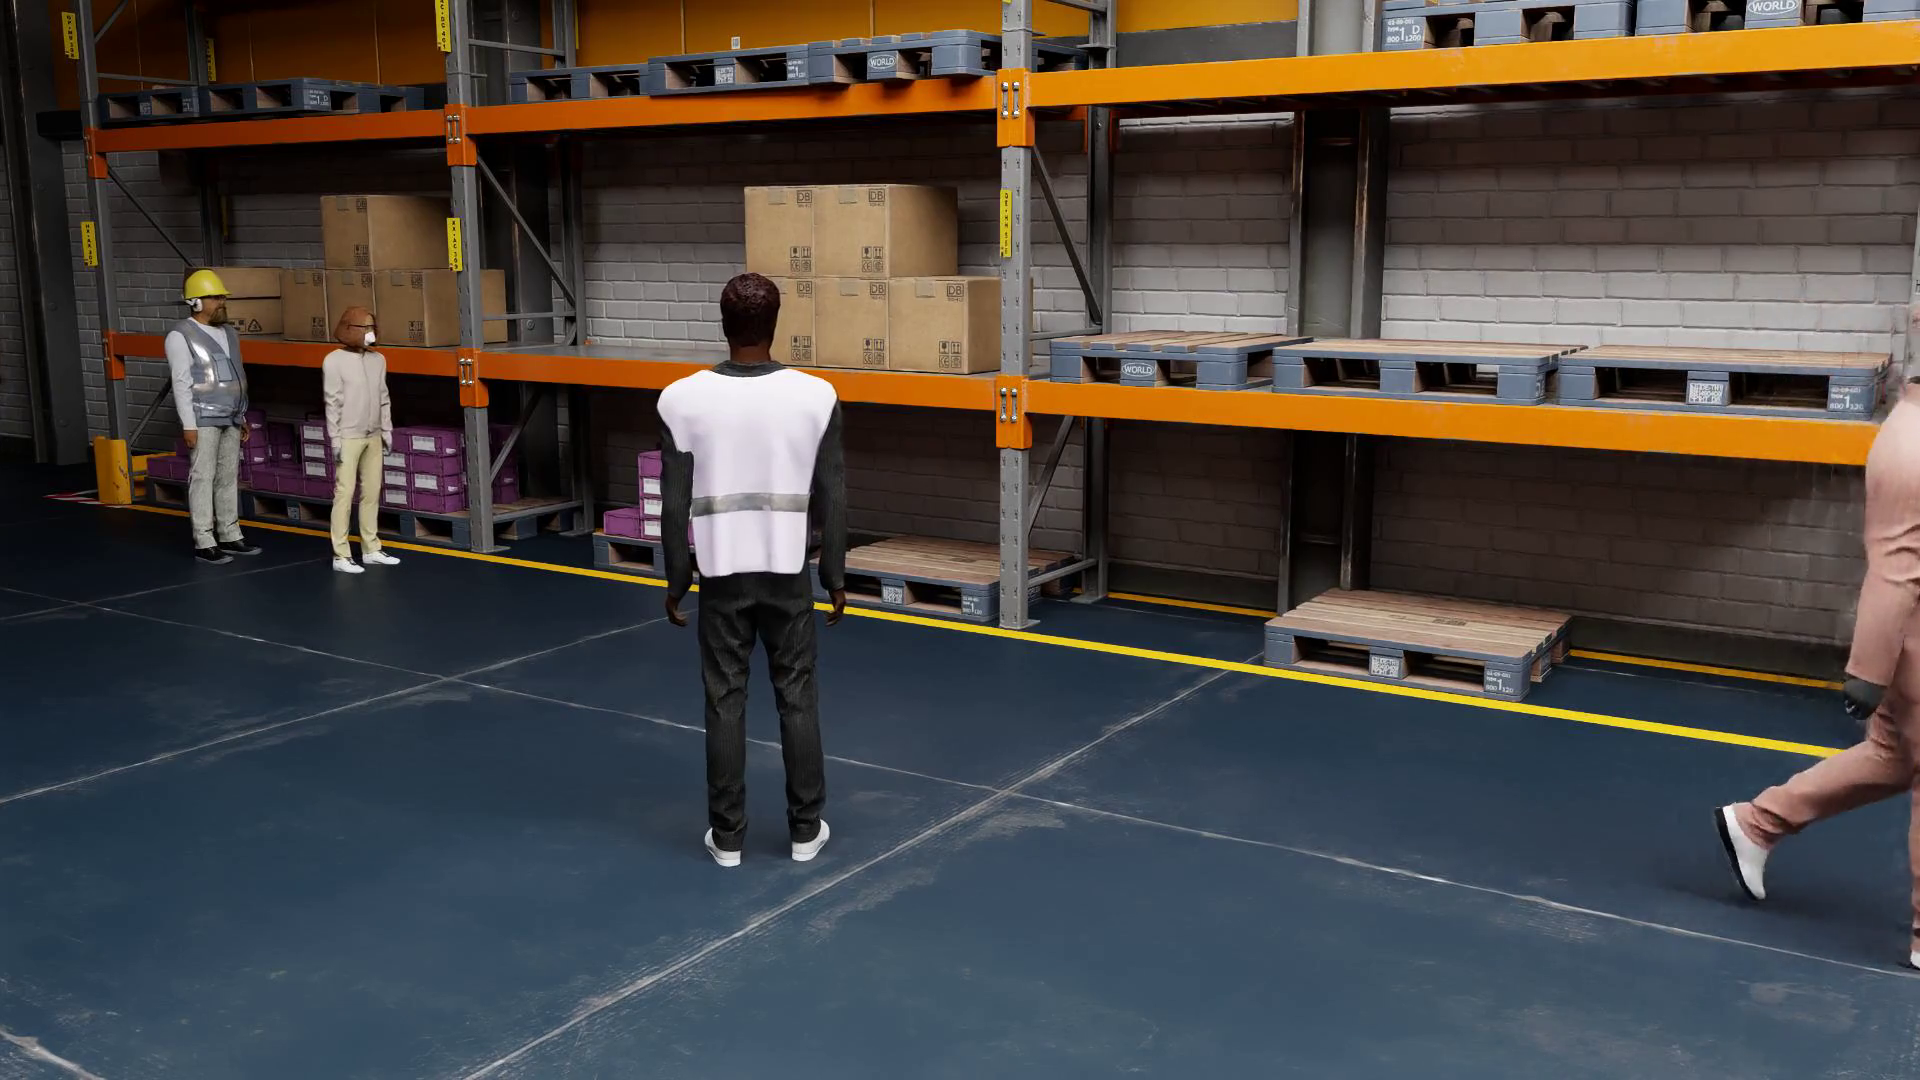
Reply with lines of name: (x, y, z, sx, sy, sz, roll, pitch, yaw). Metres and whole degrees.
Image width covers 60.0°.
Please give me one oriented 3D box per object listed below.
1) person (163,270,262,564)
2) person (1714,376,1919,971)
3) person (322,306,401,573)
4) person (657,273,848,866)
person: (-4.705, -0.778, 10.505, 0.404, 1.837, 0.592, 2, 10, 12)
person: (2.601, 0.260, 4.624, 0.782, 1.883, 0.635, 6, 12, 31)
person: (-3.679, -0.615, 10.203, 0.283, 1.629, 0.499, 5, 11, 25)
person: (-0.659, 0.108, 5.371, 0.596, 1.916, 0.373, -1, 10, -8)
